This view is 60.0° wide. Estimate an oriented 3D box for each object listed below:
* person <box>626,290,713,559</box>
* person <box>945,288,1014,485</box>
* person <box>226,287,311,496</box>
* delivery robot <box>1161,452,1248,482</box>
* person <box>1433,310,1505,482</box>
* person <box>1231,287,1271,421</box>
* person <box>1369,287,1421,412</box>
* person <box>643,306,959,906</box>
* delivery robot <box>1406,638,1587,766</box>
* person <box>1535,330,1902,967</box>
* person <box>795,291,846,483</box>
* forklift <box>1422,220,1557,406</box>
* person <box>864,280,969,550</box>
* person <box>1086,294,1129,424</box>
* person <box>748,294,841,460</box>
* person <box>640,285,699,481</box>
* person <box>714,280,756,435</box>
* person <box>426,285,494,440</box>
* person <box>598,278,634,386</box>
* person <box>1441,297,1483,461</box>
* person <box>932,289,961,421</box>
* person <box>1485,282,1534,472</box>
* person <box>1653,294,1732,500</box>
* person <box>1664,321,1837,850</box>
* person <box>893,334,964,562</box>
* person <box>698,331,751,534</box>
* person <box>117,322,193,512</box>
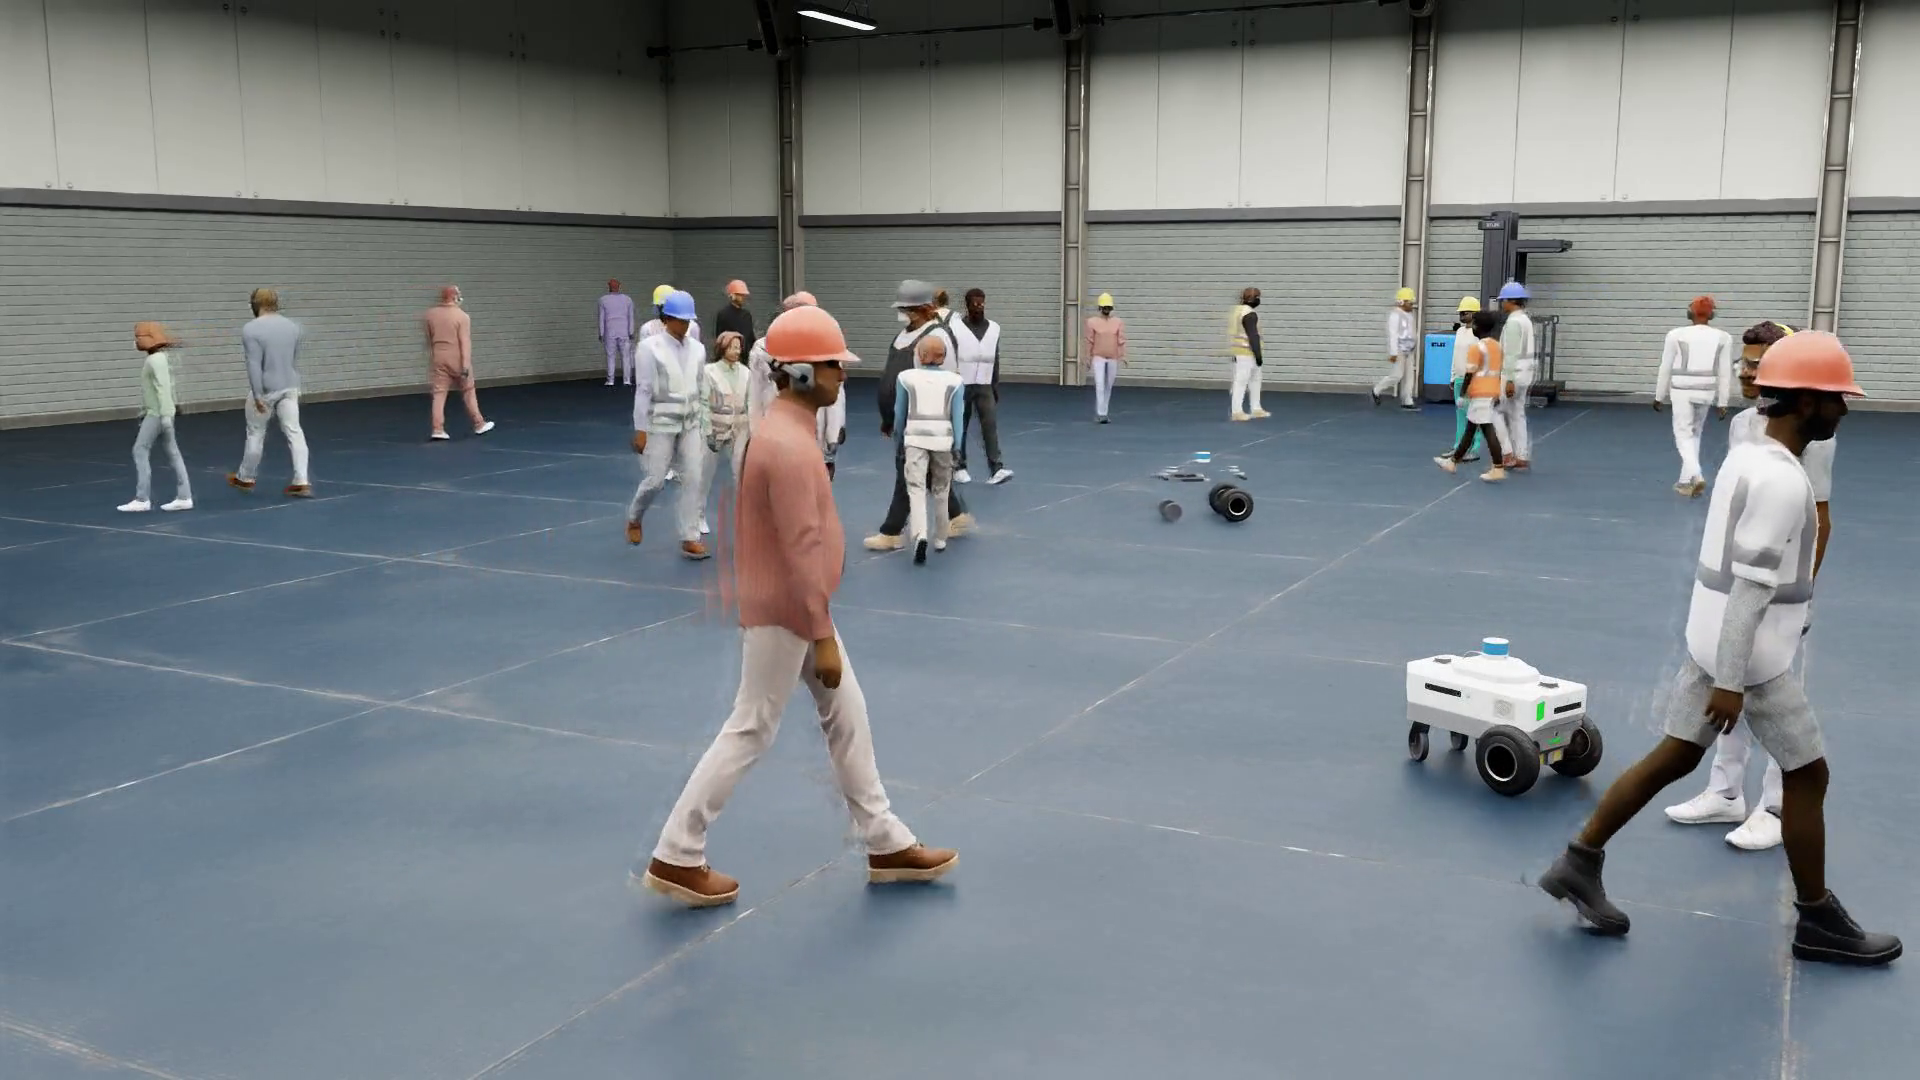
[{"bbox_3d":[-2.115,-0.830,11.924,0.739,1.921,0.627,8,12,42],"label":"person"},{"bbox_3d":[0.165,-1.450,15.868,0.625,1.866,0.971,-4,10,-26],"label":"person"},{"bbox_3d":[-6.353,-1.357,15.224,1.000,1.889,0.631,5,11,30],"label":"person"},{"bbox_3d":[2.032,-0.617,13.835,0.698,0.223,0.335,-1,9,-4],"label":"delivery robot"},{"bbox_3d":[5.028,-1.415,16.306,0.843,1.647,0.552,8,12,42],"label":"person"},{"bbox_3d":[4.055,-2.548,22.802,0.725,1.819,0.661,0,9,-1],"label":"person"},{"bbox_3d":[6.431,-2.800,24.413,0.692,1.809,0.595,8,12,40],"label":"person"},{"bbox_3d":[-0.563,0.220,5.384,1.039,1.944,0.645,-1,9,-4],"label":"person"},{"bbox_3d":[2.192,0.646,6.844,0.477,0.478,0.707,-7,11,-35],"label":"delivery robot"},{"bbox_3d":[2.288,0.312,5.002,1.021,1.887,0.552,2,9,13],"label":"person"},{"bbox_3d":[-1.150,-0.906,12.491,0.574,1.899,0.719,1,9,9],"label":"person"},{"bbox_3d":[8.245,-3.527,25.720,1.873,2.768,1.129,5,10,27],"label":"forklift"},{"bbox_3d":[-0.288,-0.967,12.512,0.995,2.000,0.690,-5,10,-27],"label":"person"},{"bbox_3d":[1.974,-2.400,22.174,0.540,1.727,0.861,-2,9,-11],"label":"person"},{"bbox_3d":[-1.139,-0.749,11.502,0.646,1.884,0.647,-1,9,-7],"label":"person"},{"bbox_3d":[-2.838,-1.524,16.222,0.605,1.907,0.444,1,9,5],"label":"person"},{"bbox_3d":[-2.802,-2.269,20.745,1.067,1.942,0.633,5,10,28],"label":"person"},{"bbox_3d":[-6.175,-2.173,20.368,0.659,1.856,0.973,3,10,19],"label":"person"},{"bbox_3d":[-6.132,-3.699,29.628,0.641,1.913,0.408,-4,10,-24],"label":"person"},{"bbox_3d":[5.497,-1.747,18.034,0.315,1.769,0.524,-3,10,-20],"label":"person"},{"bbox_3d":[-0.231,-2.358,21.669,0.542,1.799,0.921,-2,9,-11],"label":"person"},{"bbox_3d":[5.584,-1.654,16.952,0.544,1.926,0.653,5,11,30],"label":"person"},{"bbox_3d":[6.633,-1.290,14.999,0.578,1.844,0.958,0,9,2],"label":"person"},{"bbox_3d":[2.855,0.158,5.962,0.327,1.874,0.520,-3,10,-15],"label":"person"},{"bbox_3d":[-0.219,-0.671,11.895,0.507,1.603,0.809,-1,9,-3],"label":"person"},{"bbox_3d":[-1.819,-0.810,12.795,0.518,1.589,0.887,-7,12,-38],"label":"person"},{"bbox_3d":[-6.943,-1.042,14.181,0.695,1.610,0.508,-3,10,-20],"label":"person"}]
